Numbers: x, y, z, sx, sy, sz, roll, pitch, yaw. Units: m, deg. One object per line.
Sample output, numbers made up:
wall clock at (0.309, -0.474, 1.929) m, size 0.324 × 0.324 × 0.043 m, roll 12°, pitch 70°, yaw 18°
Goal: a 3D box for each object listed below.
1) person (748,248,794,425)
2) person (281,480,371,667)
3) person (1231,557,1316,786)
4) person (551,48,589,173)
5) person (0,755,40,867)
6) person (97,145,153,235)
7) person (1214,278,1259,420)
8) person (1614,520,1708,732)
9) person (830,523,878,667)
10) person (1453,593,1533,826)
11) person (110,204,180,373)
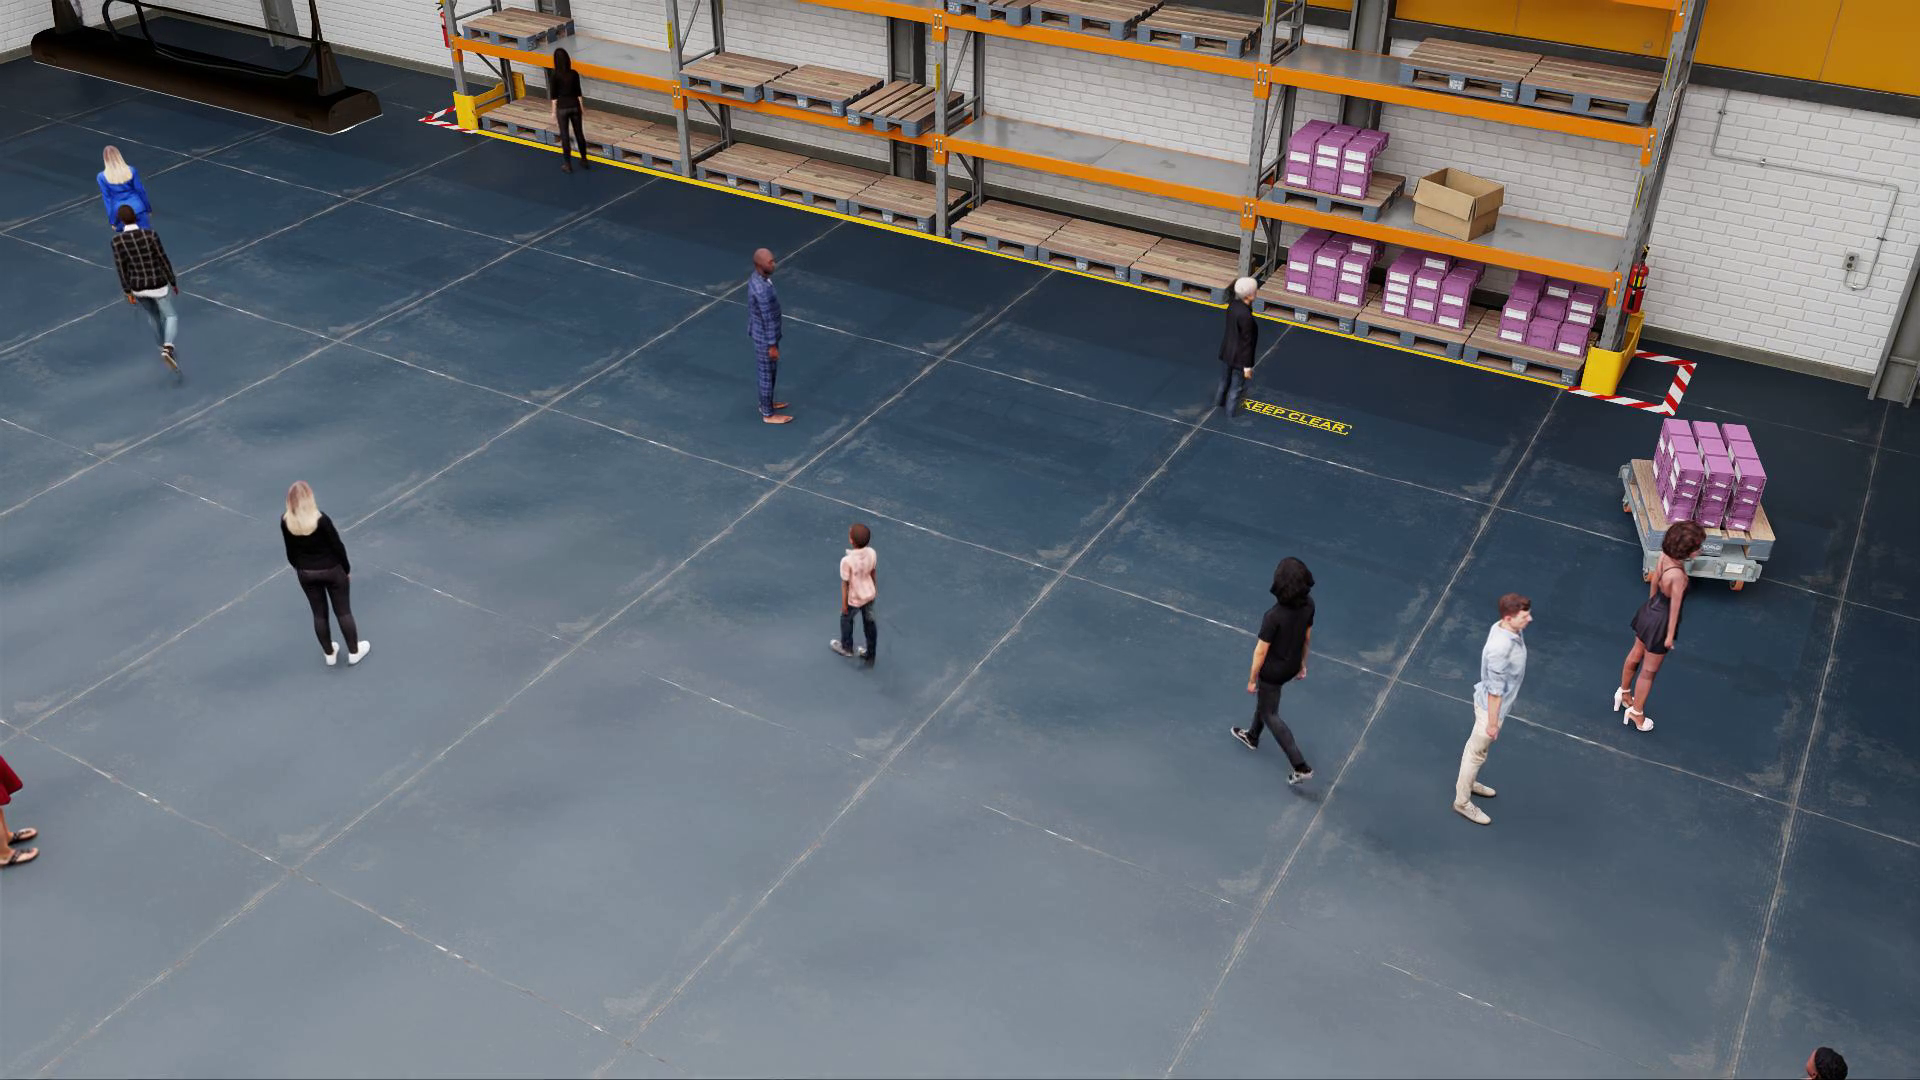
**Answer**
person at (-1.934, -2.043, 16.527) m, size 0.815 × 1.819 × 0.764 m, roll -6°, pitch 34°, yaw -10°
person at (-5.057, 0.268, 13.170) m, size 0.638 × 1.687 × 0.746 m, roll -1°, pitch 34°, yaw -1°
person at (2.352, 0.967, 12.019) m, size 0.928 × 1.797 × 1.185 m, roll -23°, pitch 40°, yaw -30°
person at (-5.242, -5.766, 22.291) m, size 0.651 × 1.638 × 0.641 m, roll -21°, pitch 39°, yaw -28°
person at (-6.701, 1.559, 11.349) m, size 0.735 × 1.551 × 0.674 m, roll -15°, pitch 37°, yaw -22°
person at (-9.507, -3.667, 19.120) m, size 1.002 × 1.654 × 1.210 m, roll -17°, pitch 37°, yaw -24°
person at (2.775, -1.822, 16.805) m, size 0.801 × 1.781 × 0.839 m, roll -7°, pitch 34°, yaw -11°
person at (5.256, 0.634, 12.529) m, size 0.704 × 1.786 × 0.668 m, roll 0°, pitch 34°, yaw 0°
person at (-0.762, 0.467, 13.221) m, size 0.668 × 1.298 × 0.755 m, roll -23°, pitch 40°, yaw -30°
person at (3.748, 1.143, 11.709) m, size 0.573 × 1.847 × 0.666 m, roll 14°, pitch 36°, yaw 20°
person at (-8.470, -2.609, 17.397) m, size 1.068 × 1.798 × 1.130 m, roll -9°, pitch 35°, yaw -14°
